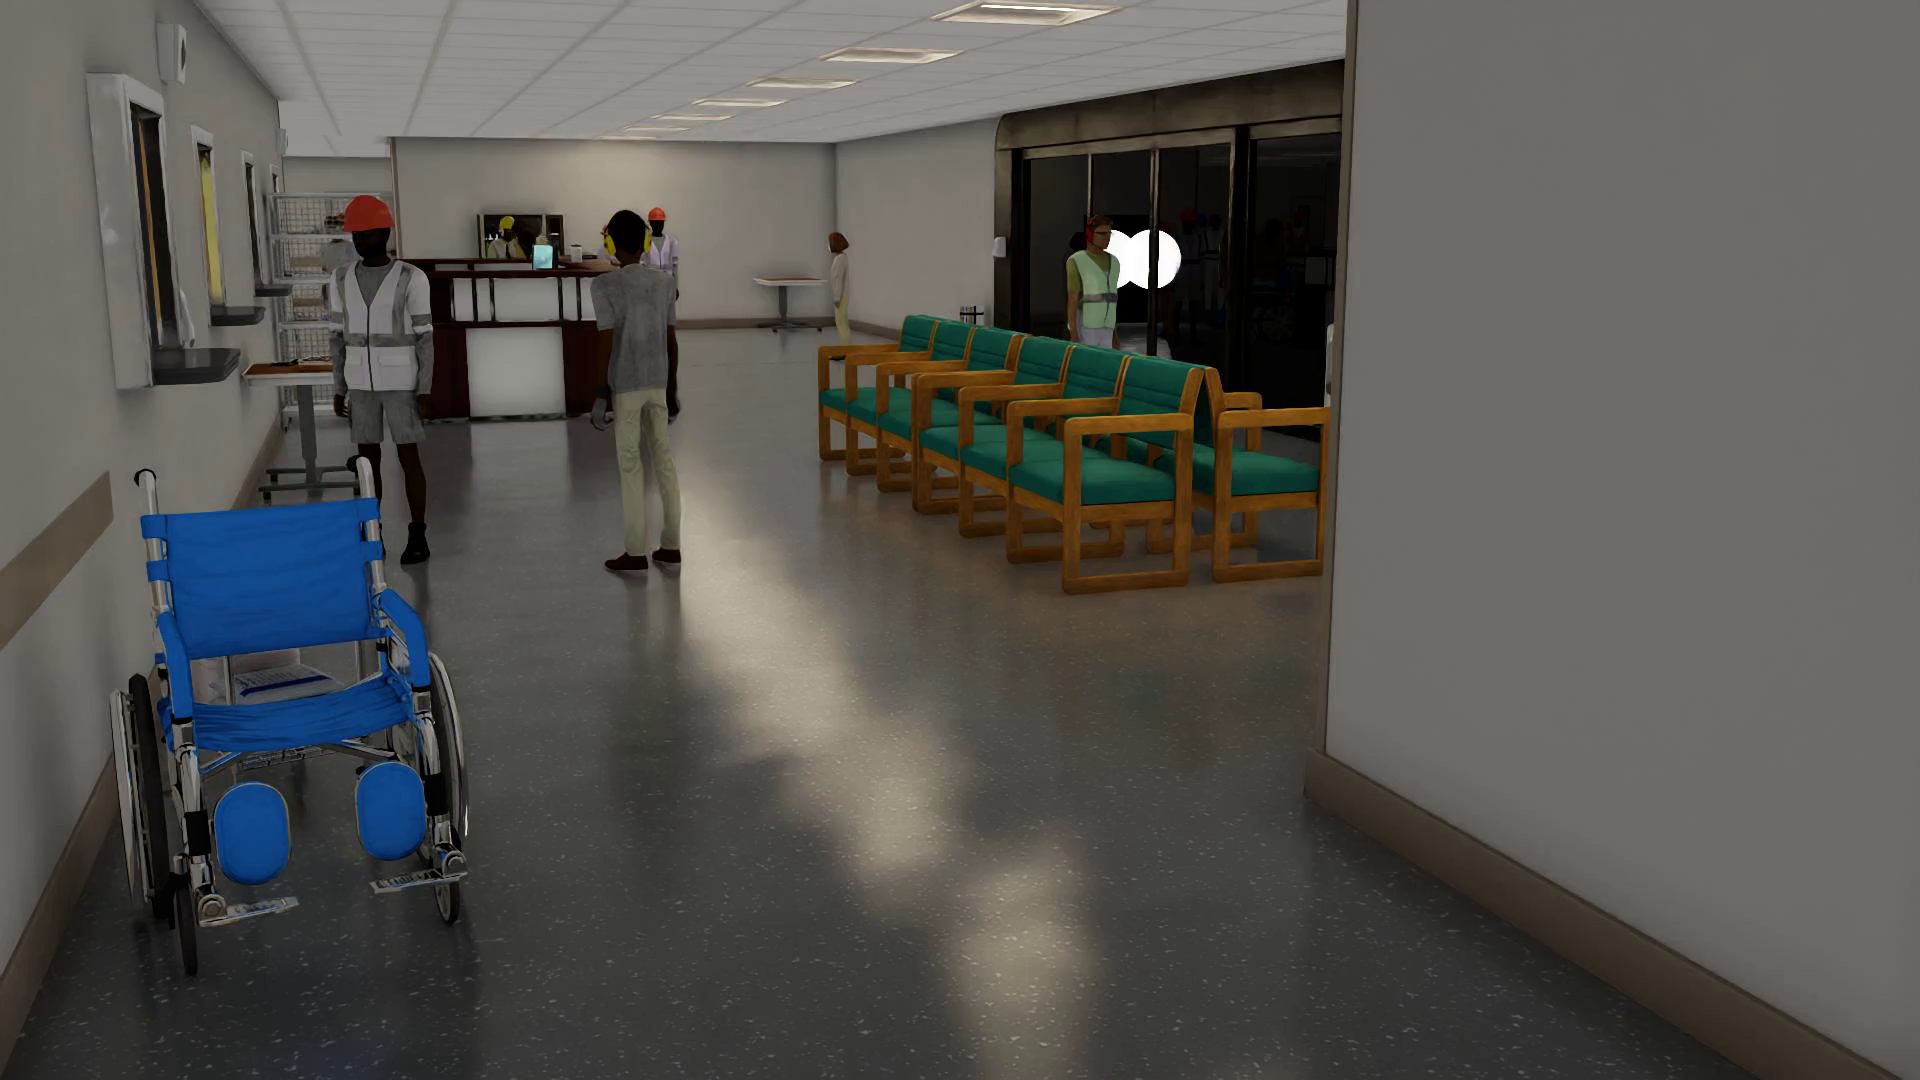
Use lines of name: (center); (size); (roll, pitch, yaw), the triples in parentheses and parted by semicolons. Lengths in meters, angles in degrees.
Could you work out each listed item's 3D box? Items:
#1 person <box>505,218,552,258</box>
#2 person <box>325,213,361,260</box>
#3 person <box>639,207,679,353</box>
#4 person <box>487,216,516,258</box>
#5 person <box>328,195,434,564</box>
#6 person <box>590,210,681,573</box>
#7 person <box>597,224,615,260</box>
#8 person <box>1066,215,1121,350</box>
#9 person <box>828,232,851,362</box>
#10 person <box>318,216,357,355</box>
person: (-5.502, -3.218, 21.382); (0.656, 1.804, 0.458); (-1, 11, -4)
person: (-9.598, -4.156, 25.999); (0.385, 1.880, 0.577); (9, 14, 37)
person: (-3.832, -3.246, 21.154); (0.545, 1.942, 0.354); (-5, 12, -24)
person: (-5.984, -3.390, 22.175); (0.404, 1.833, 0.590); (8, 14, 36)
person: (-3.056, -0.831, 8.777); (0.551, 1.937, 0.357); (1, 11, 4)
person: (-1.678, -0.754, 8.590); (0.515, 1.859, 0.333); (-10, 15, -42)
person: (-4.711, -3.404, 22.493); (0.365, 1.743, 0.559); (-6, 12, -27)
person: (1.042, -1.635, 13.145); (0.374, 1.840, 0.571); (11, 15, 43)
person: (-1.534, -3.097, 21.219); (0.285, 1.627, 0.504); (1, 11, 3)
person: (-7.436, -2.976, 20.039); (0.518, 1.845, 0.803); (0, 11, 2)
